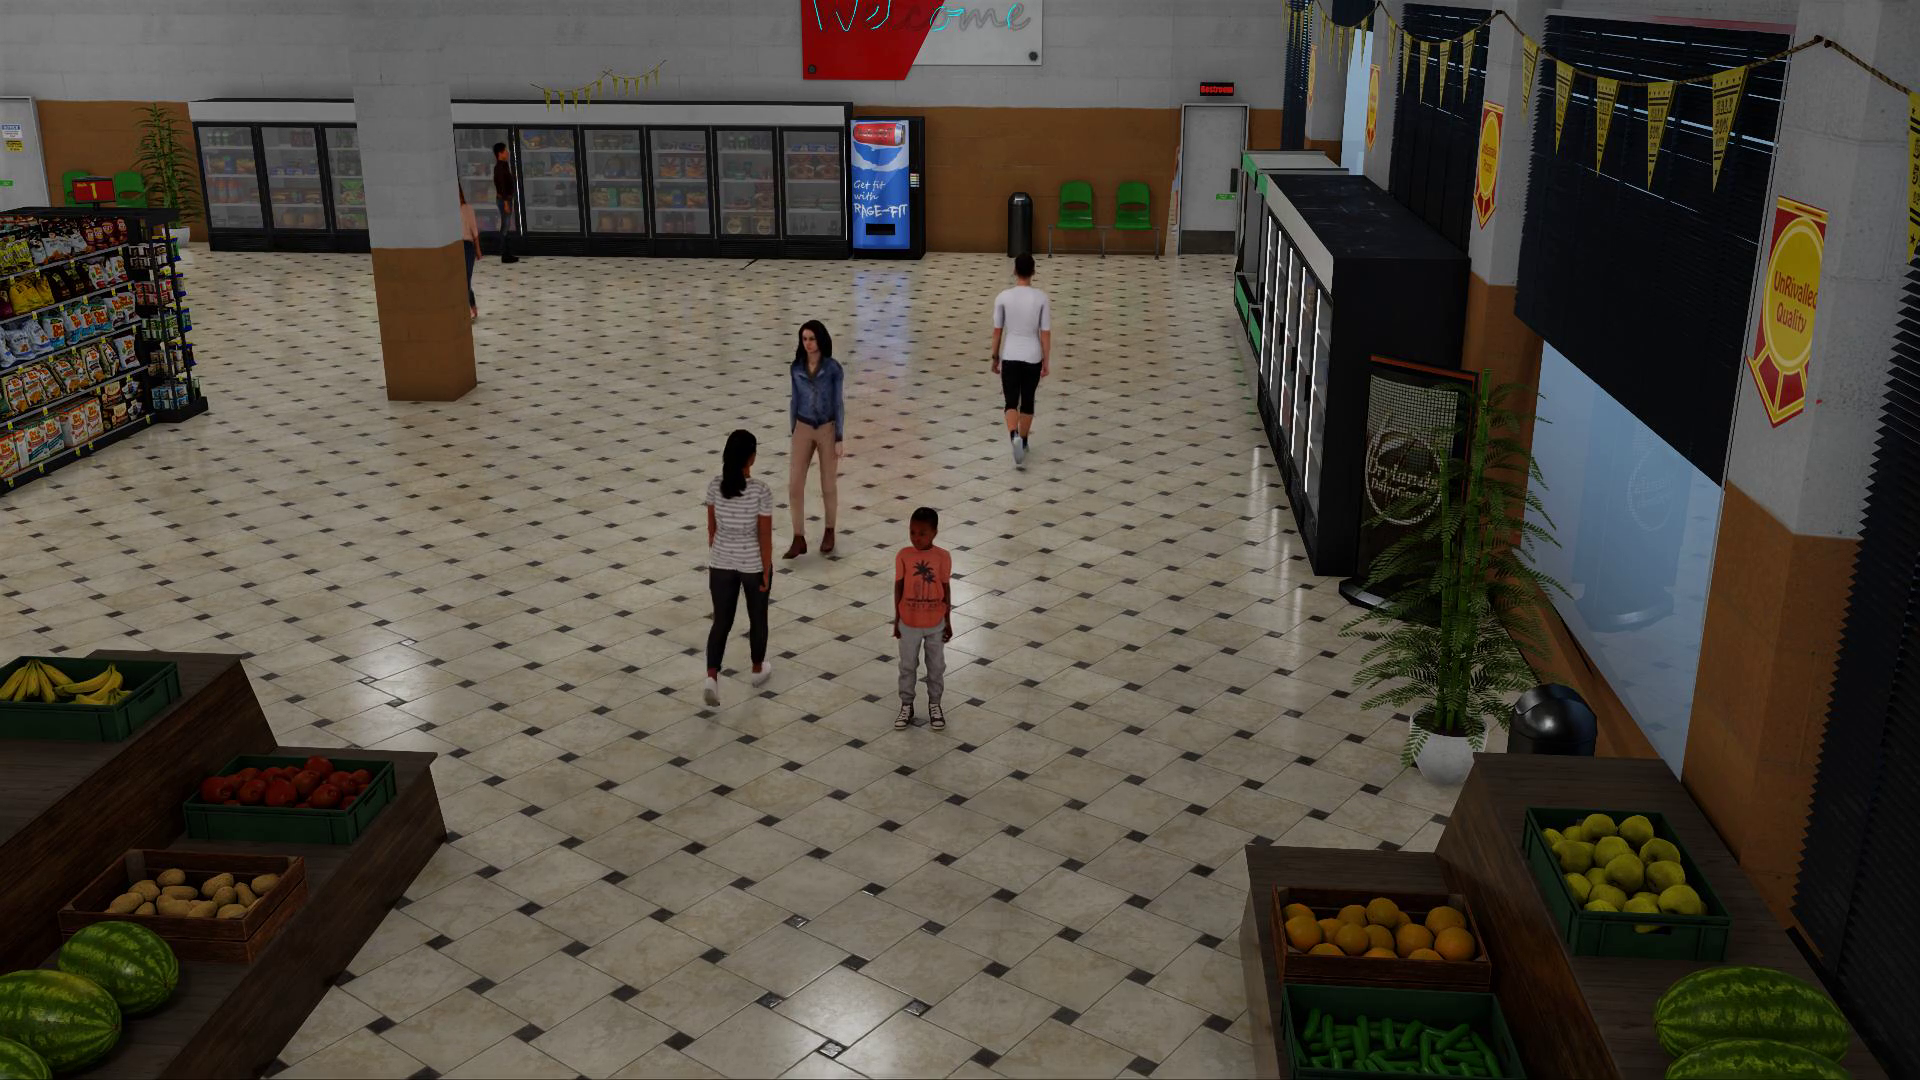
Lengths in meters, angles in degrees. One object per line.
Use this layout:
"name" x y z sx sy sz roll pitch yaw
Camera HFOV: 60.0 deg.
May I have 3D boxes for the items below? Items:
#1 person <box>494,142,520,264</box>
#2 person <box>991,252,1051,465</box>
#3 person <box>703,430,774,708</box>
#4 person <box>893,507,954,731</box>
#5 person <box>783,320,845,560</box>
"person" -6.887 -5.098 25.126 0.766 1.779 0.560 -4 19 -11
"person" 0.541 -1.568 14.585 0.717 1.826 1.104 0 19 1
"person" -1.314 0.184 9.702 0.631 1.625 1.037 2 19 7
"person" -0.212 0.430 9.465 0.481 1.310 0.470 1 19 4
"person" -1.017 -0.762 12.299 0.691 1.758 0.854 4 19 12
